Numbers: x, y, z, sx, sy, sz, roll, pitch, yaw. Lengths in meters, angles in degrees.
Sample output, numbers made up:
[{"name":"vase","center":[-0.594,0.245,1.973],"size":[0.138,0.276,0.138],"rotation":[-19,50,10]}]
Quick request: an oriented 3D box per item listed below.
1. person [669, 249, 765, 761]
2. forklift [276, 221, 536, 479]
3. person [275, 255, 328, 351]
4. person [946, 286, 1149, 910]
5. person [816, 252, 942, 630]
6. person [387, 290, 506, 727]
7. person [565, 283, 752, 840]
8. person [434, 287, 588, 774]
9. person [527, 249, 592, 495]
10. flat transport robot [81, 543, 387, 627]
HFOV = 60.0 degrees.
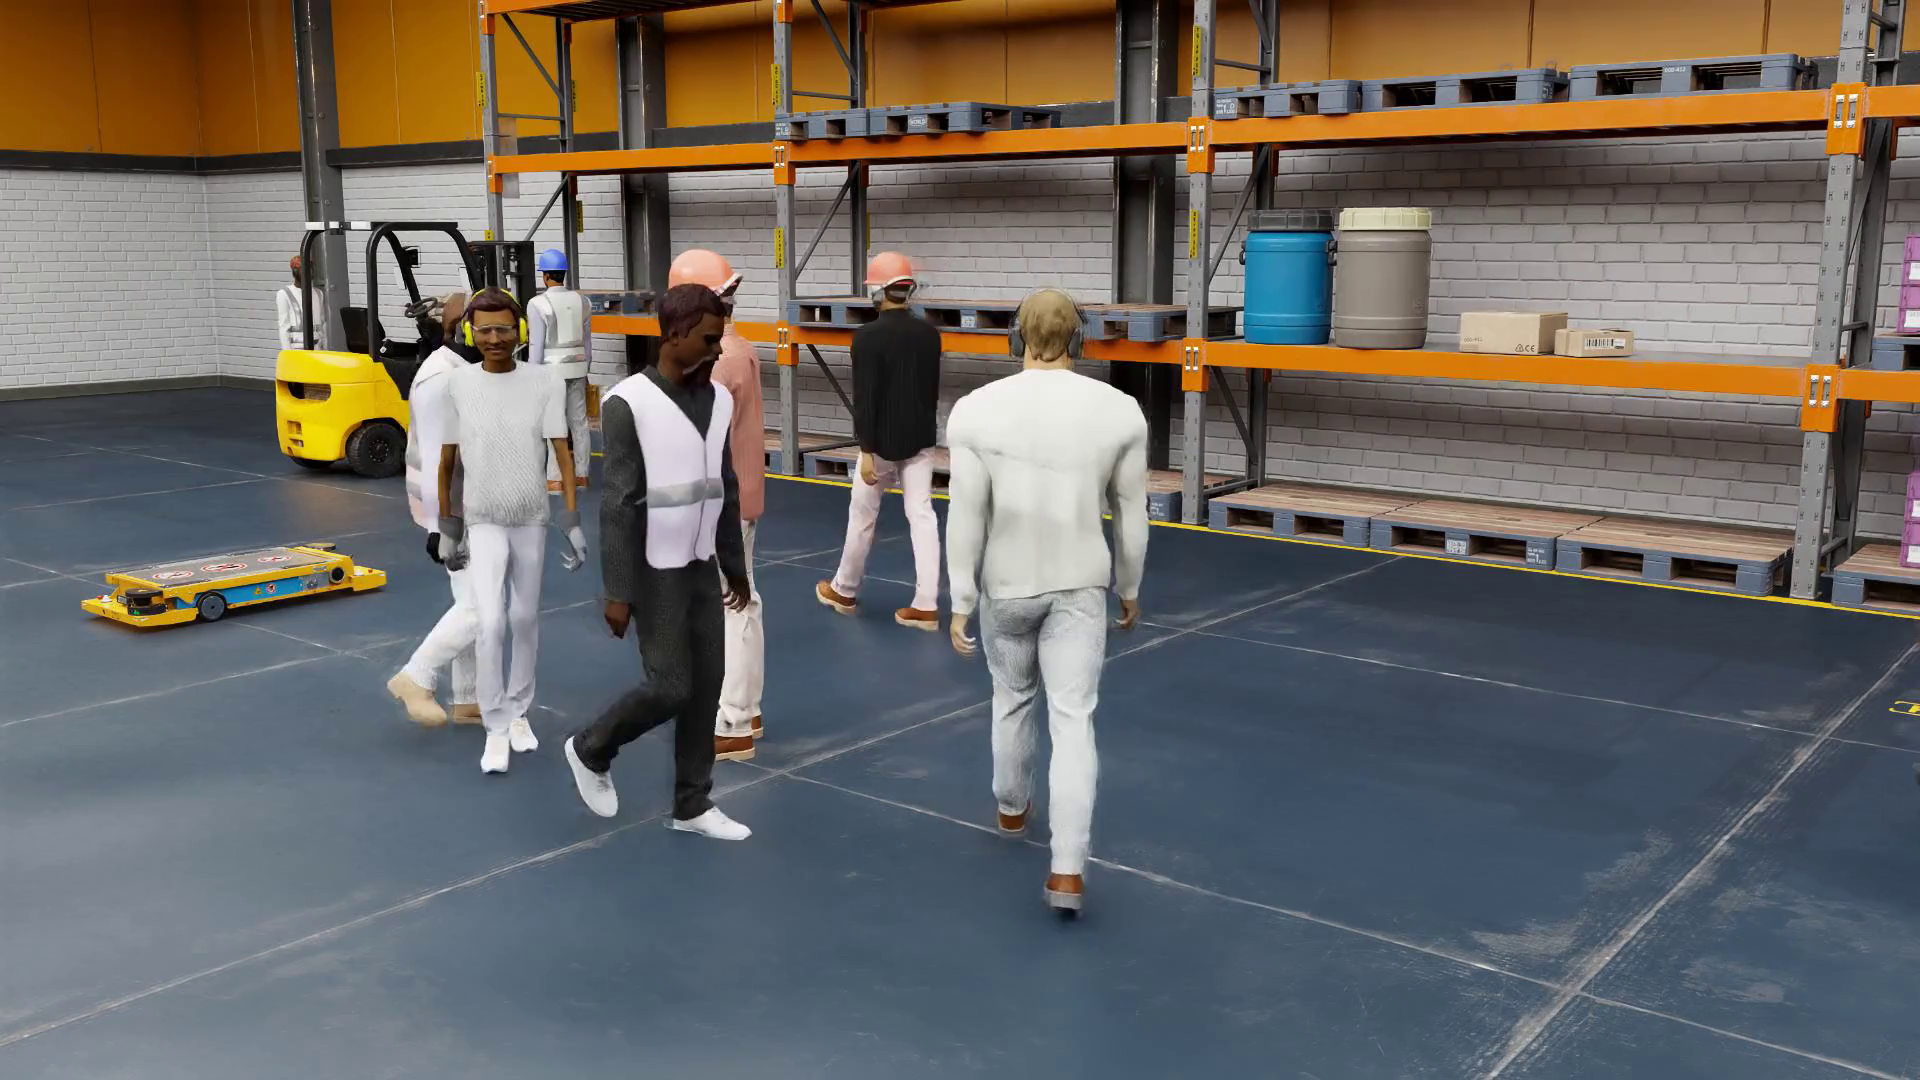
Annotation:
[{"name":"person","center":[-0.951,-0.130,6.502],"size":[0.392,1.986,0.609],"rotation":[1,10,4]},{"name":"forklift","center":[-4.922,-1.741,14.854],"size":[1.214,2.155,2.313],"rotation":[8,13,38]},{"name":"person","center":[-6.423,-1.840,16.298],"size":[0.344,1.877,0.568],"rotation":[4,11,22]},{"name":"person","center":[0.281,0.152,5.240],"size":[0.646,1.888,1.041],"rotation":[0,10,-1]},{"name":"person","center":[-0.408,-0.535,8.833],"size":[0.642,1.947,0.973],"rotation":[-9,13,-40]},{"name":"person","center":[-2.048,-0.105,6.820],"size":[0.473,1.821,0.648],"rotation":[-1,10,-4]},{"name":"person","center":[-1.024,0.087,5.587],"size":[0.576,1.889,0.644],"rotation":[5,11,27]},{"name":"person","center":[-1.710,-0.040,6.392],"size":[0.531,1.841,0.723],"rotation":[-4,11,-23]},{"name":"person","center":[-3.191,-1.333,13.272],"size":[0.384,1.948,0.605],"rotation":[8,13,37]},{"name":"flat transport robot","center":[-4.015,0.231,9.258],"size":[0.652,0.197,1.431],"rotation":[8,13,38]}]
